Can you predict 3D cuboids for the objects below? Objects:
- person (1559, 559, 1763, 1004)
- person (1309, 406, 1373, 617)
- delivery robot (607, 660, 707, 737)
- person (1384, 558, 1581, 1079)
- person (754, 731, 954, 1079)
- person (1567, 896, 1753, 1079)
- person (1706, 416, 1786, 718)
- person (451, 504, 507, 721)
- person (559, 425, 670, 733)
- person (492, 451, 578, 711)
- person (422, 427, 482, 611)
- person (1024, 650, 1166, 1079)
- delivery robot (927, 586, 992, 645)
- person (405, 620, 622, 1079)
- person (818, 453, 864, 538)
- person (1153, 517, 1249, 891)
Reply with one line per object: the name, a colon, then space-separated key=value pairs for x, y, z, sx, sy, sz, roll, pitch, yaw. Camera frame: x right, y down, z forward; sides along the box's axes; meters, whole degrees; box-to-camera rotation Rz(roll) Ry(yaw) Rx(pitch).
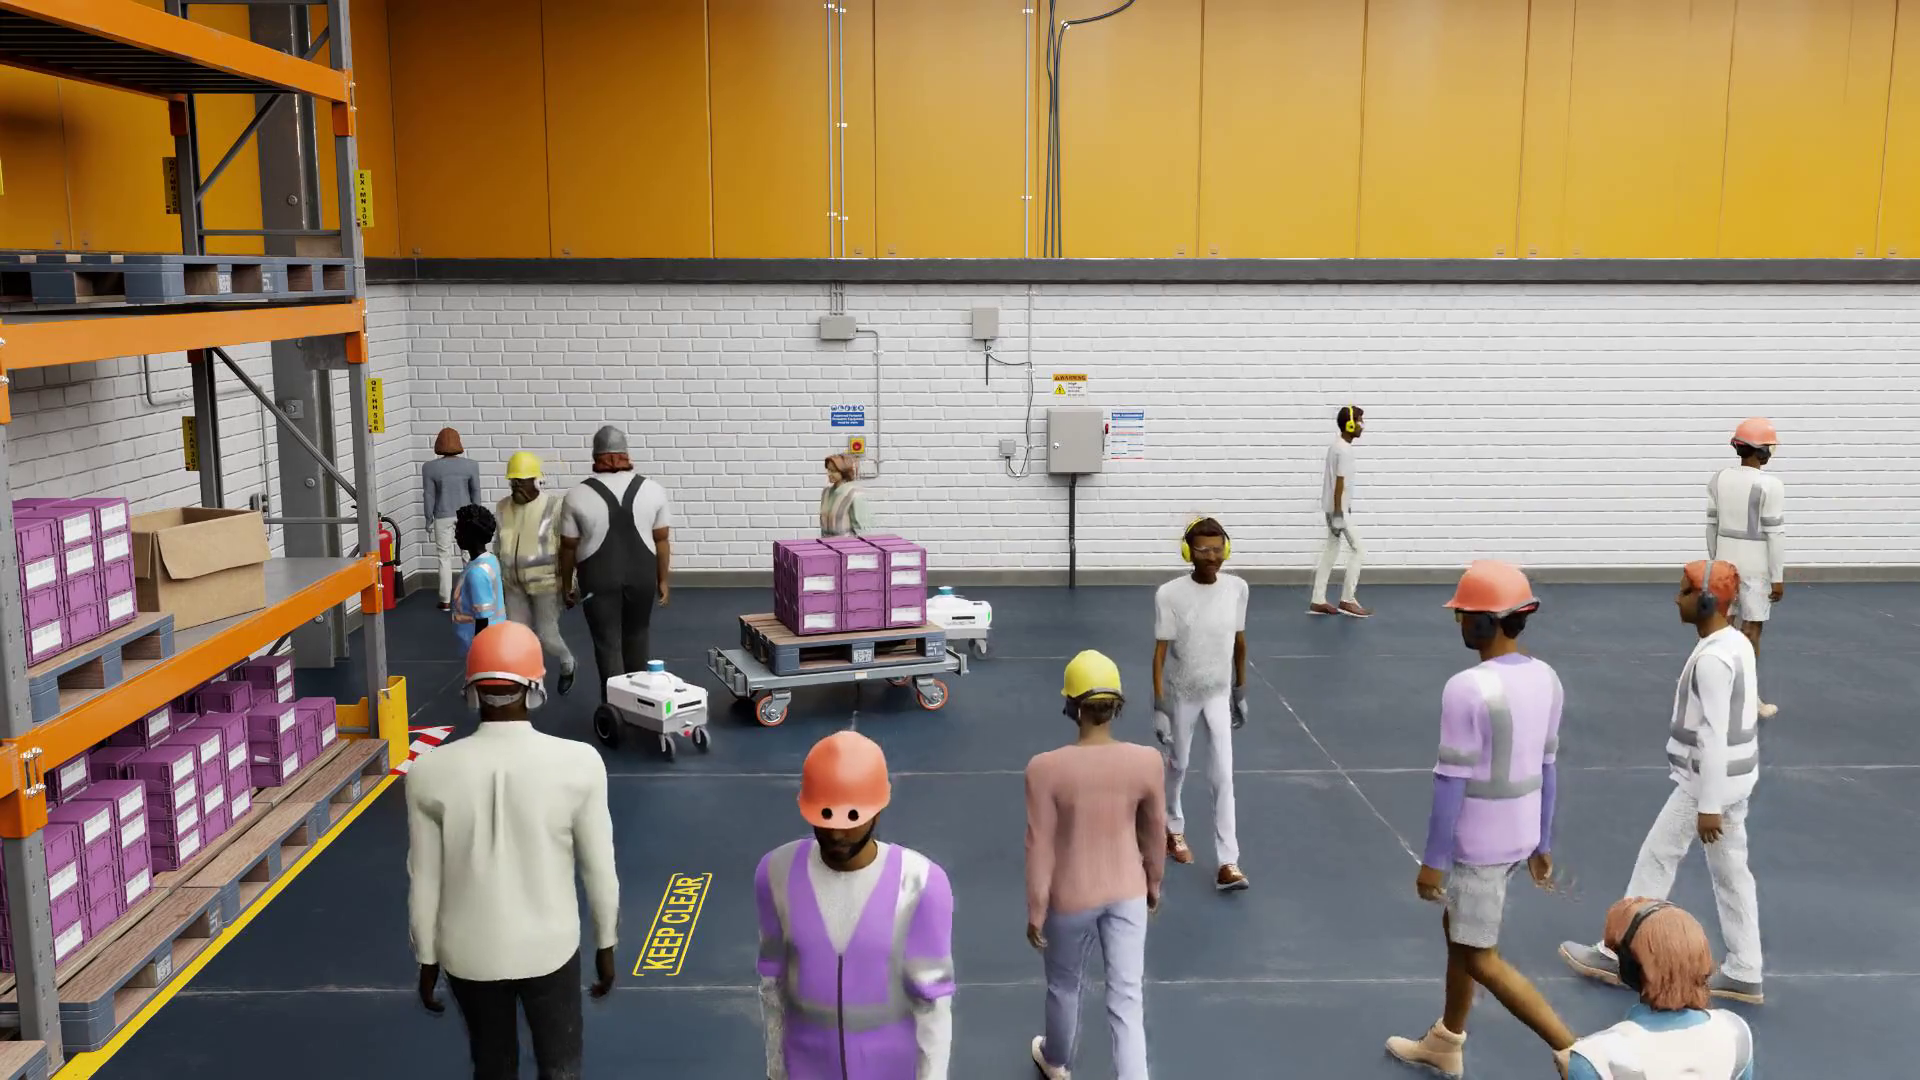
person: x=2.979 y=0.989 z=6.943 sx=0.889 sy=1.846 sz=0.601 roll=7 pitch=11 yaw=35
person: x=3.385 y=-0.241 z=14.502 sx=0.682 sy=1.843 sz=0.553 roll=1 pitch=9 yaw=4
delivery robot: x=-1.918 y=1.006 z=10.516 sx=0.707 sy=0.478 sz=0.477 roll=9 pitch=13 yaw=44
person: x=1.973 y=1.076 z=5.932 sx=0.613 sy=2.016 sz=0.893 roll=-9 pitch=13 yaw=-44
person: x=-0.285 y=1.404 z=4.331 sx=0.547 sy=1.871 sz=1.002 roll=1 pitch=9 yaw=8
person: x=1.588 y=1.613 z=3.840 sx=0.530 sy=1.626 sz=0.622 roll=-3 pitch=10 yaw=-20
person: x=5.337 y=0.182 z=11.291 sx=0.365 sy=2.048 sz=0.608 roll=-4 pitch=10 yaw=-22
person: x=-2.760 y=0.634 z=9.590 sx=0.318 sy=1.697 sz=0.534 roll=-2 pitch=10 yaw=-13
person: x=-2.332 y=0.221 z=11.068 sx=0.699 sy=2.000 sz=0.852 roll=-4 pitch=10 yaw=-24
person: x=-2.903 y=0.278 z=11.397 sx=0.610 sy=1.814 sz=0.613 roll=3 pitch=10 yaw=18
person: x=-4.510 y=-0.186 z=14.800 sx=0.502 sy=1.636 sz=0.280 roll=-4 pitch=10 yaw=-23
person: x=0.478 y=1.236 z=5.841 sx=0.545 sy=1.713 sz=0.933 roll=-2 pitch=9 yaw=-13
delivery robot: x=-0.114 y=0.606 z=12.965 sx=0.707 sy=0.478 sz=0.477 roll=-1 pitch=9 yaw=-7
person: x=-1.347 y=1.242 z=5.014 sx=0.632 sy=1.972 sz=0.691 roll=-1 pitch=9 yaw=-8
person: x=-0.868 y=0.110 z=13.069 sx=0.719 sy=1.613 sz=0.522 roll=-7 pitch=12 yaw=-37
person: x=1.200 y=0.793 z=8.203 sx=0.551 sy=1.827 sz=0.950 roll=-2 pitch=9 yaw=-10
